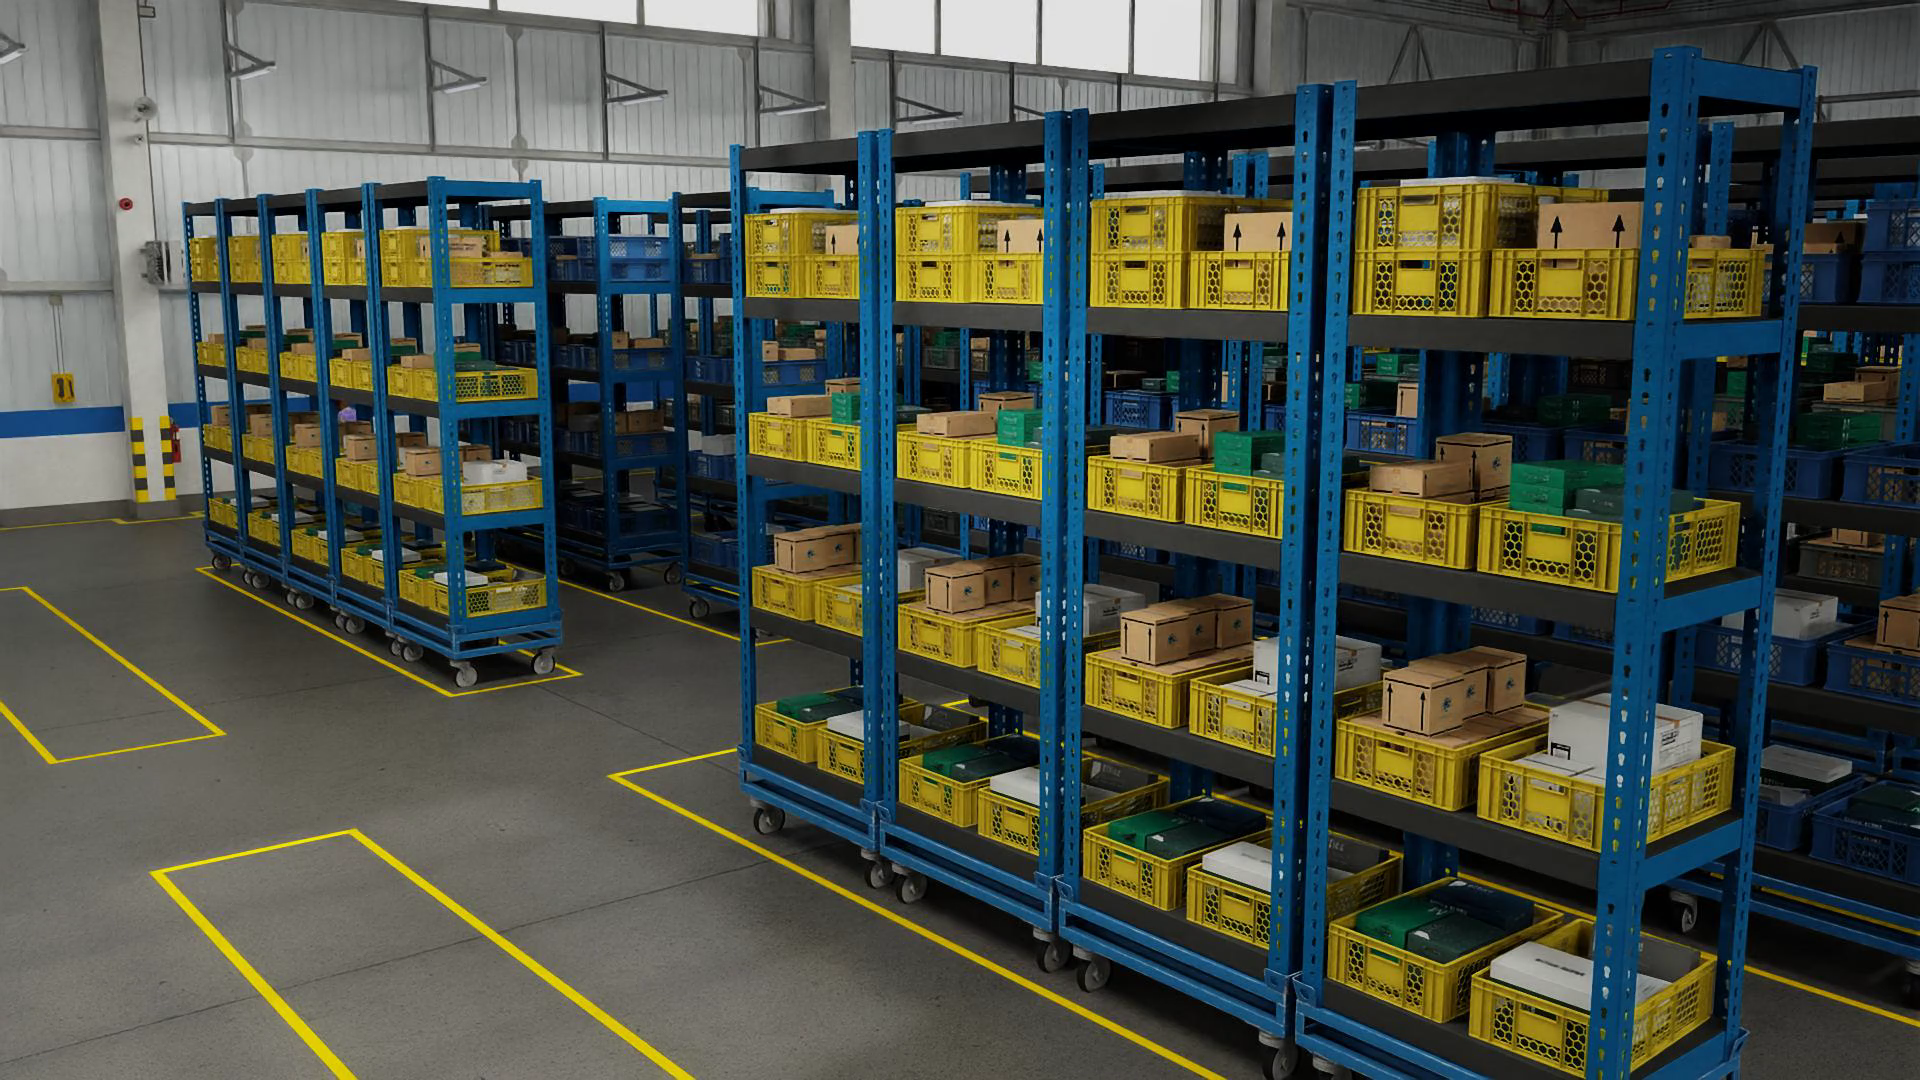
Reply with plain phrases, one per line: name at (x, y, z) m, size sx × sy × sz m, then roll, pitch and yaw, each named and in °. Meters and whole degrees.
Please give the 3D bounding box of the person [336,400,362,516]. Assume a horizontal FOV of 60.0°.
person at (-6.177, -0.688, 16.849) m, size 0.374 × 1.840 × 0.569 m, roll -3°, pitch 10°, yaw -15°
